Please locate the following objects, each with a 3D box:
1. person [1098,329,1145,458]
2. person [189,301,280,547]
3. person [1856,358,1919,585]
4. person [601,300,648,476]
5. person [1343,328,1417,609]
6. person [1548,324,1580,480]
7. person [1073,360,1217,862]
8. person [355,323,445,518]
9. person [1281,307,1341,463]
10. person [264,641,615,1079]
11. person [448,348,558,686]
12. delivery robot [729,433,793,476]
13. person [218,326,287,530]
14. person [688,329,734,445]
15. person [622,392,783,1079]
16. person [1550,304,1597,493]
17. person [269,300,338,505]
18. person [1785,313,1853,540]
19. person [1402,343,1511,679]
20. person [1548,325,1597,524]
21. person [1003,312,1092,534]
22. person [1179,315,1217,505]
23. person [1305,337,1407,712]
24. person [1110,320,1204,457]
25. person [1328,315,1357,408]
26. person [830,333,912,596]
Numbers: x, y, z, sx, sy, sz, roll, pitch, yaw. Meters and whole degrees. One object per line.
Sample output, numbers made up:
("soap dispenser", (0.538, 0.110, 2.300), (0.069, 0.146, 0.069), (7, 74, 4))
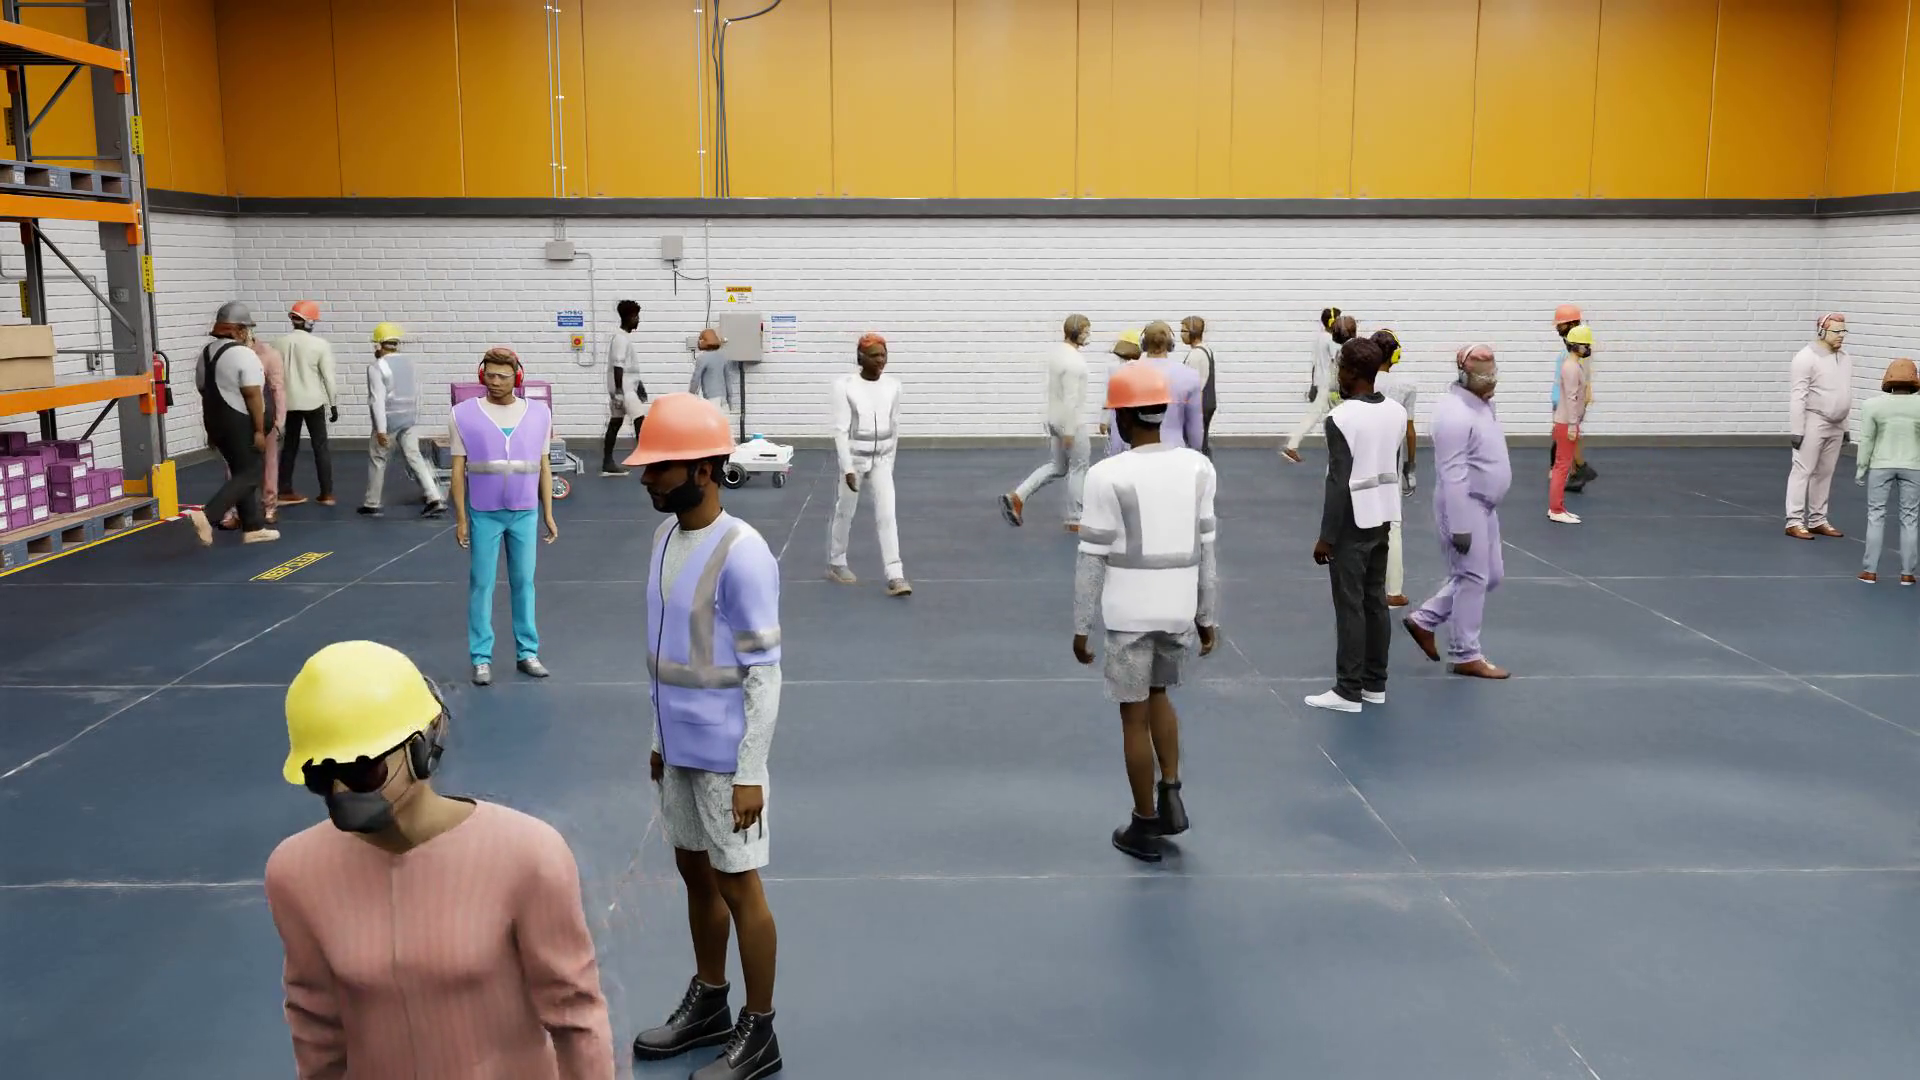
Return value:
("person", (1.505, -1.093, 15.422), (0.522, 1.698, 0.557), (4, 10, 24))
("person", (-5.921, -0.940, 13.473), (0.702, 2.000, 0.814), (7, 12, 37))
("person", (6.721, -0.489, 11.959), (0.498, 1.633, 0.286), (4, 10, 22))
("person", (-3.539, -1.652, 18.166), (0.891, 1.923, 0.640), (-2, 9, -13))
("person", (2.794, -0.474, 11.138), (0.521, 1.873, 0.335), (4, 10, 23))
("person", (6.430, -1.437, 17.589), (0.318, 1.694, 0.545), (1, 9, 7))
("person", (0.707, 0.276, 6.389), (0.570, 1.916, 0.440), (-4, 10, -24))
("person", (-5.114, -1.079, 15.124), (0.932, 1.785, 0.590), (5, 10, 27))
("person", (4.240, -1.803, 19.443), (0.976, 1.832, 0.511), (0, 9, 0))
("person", (-0.837, 0.953, 2.884), (0.562, 1.717, 0.846), (0, 9, 1))
("person", (-2.515, -0.138, 9.175), (0.563, 1.839, 0.394), (-5, 11, -30))
("delivery robot", (-2.096, -0.868, 17.294), (0.707, 0.478, 0.477), (0, 9, 1))
("person", (-6.207, -1.022, 14.498), (0.672, 1.862, 0.904), (-2, 9, -10))
("person", (-2.815, -1.590, 18.852), (0.851, 1.582, 0.507), (4, 10, 26))
("person", (-0.717, 0.562, 4.581), (0.376, 1.936, 0.549), (-7, 12, -37))
("person", (6.152, -1.419, 16.804), (0.449, 1.911, 0.582), (3, 10, 20))
("person", (-6.291, -1.310, 15.950), (0.650, 1.973, 0.437), (1, 9, 5))
("person", (7.249, -0.951, 13.986), (0.636, 1.900, 0.403), (-5, 10, -27))
("person", (2.753, -0.148, 9.131), (0.506, 1.872, 0.670), (5, 11, 28))
("person", (5.489, -1.035, 14.904), (0.329, 1.765, 0.533), (3, 10, 18))
("person", (0.806, -0.971, 14.122), (0.784, 1.914, 0.636), (-2, 9, -10))
("person", (2.236, -1.225, 15.884), (0.480, 1.825, 0.530), (5, 10, 28))
("person", (2.049, -0.075, 8.539), (0.593, 1.922, 0.392), (-9, 13, -43))
("person", (1.372, -0.561, 11.535), (0.628, 1.905, 0.920), (2, 10, 14))
("person", (3.949, -1.318, 16.494), (0.588, 1.817, 0.655), (4, 10, 22))
("person", (-0.660, -0.539, 11.703), (0.558, 1.830, 1.018), (-5, 11, -29))
